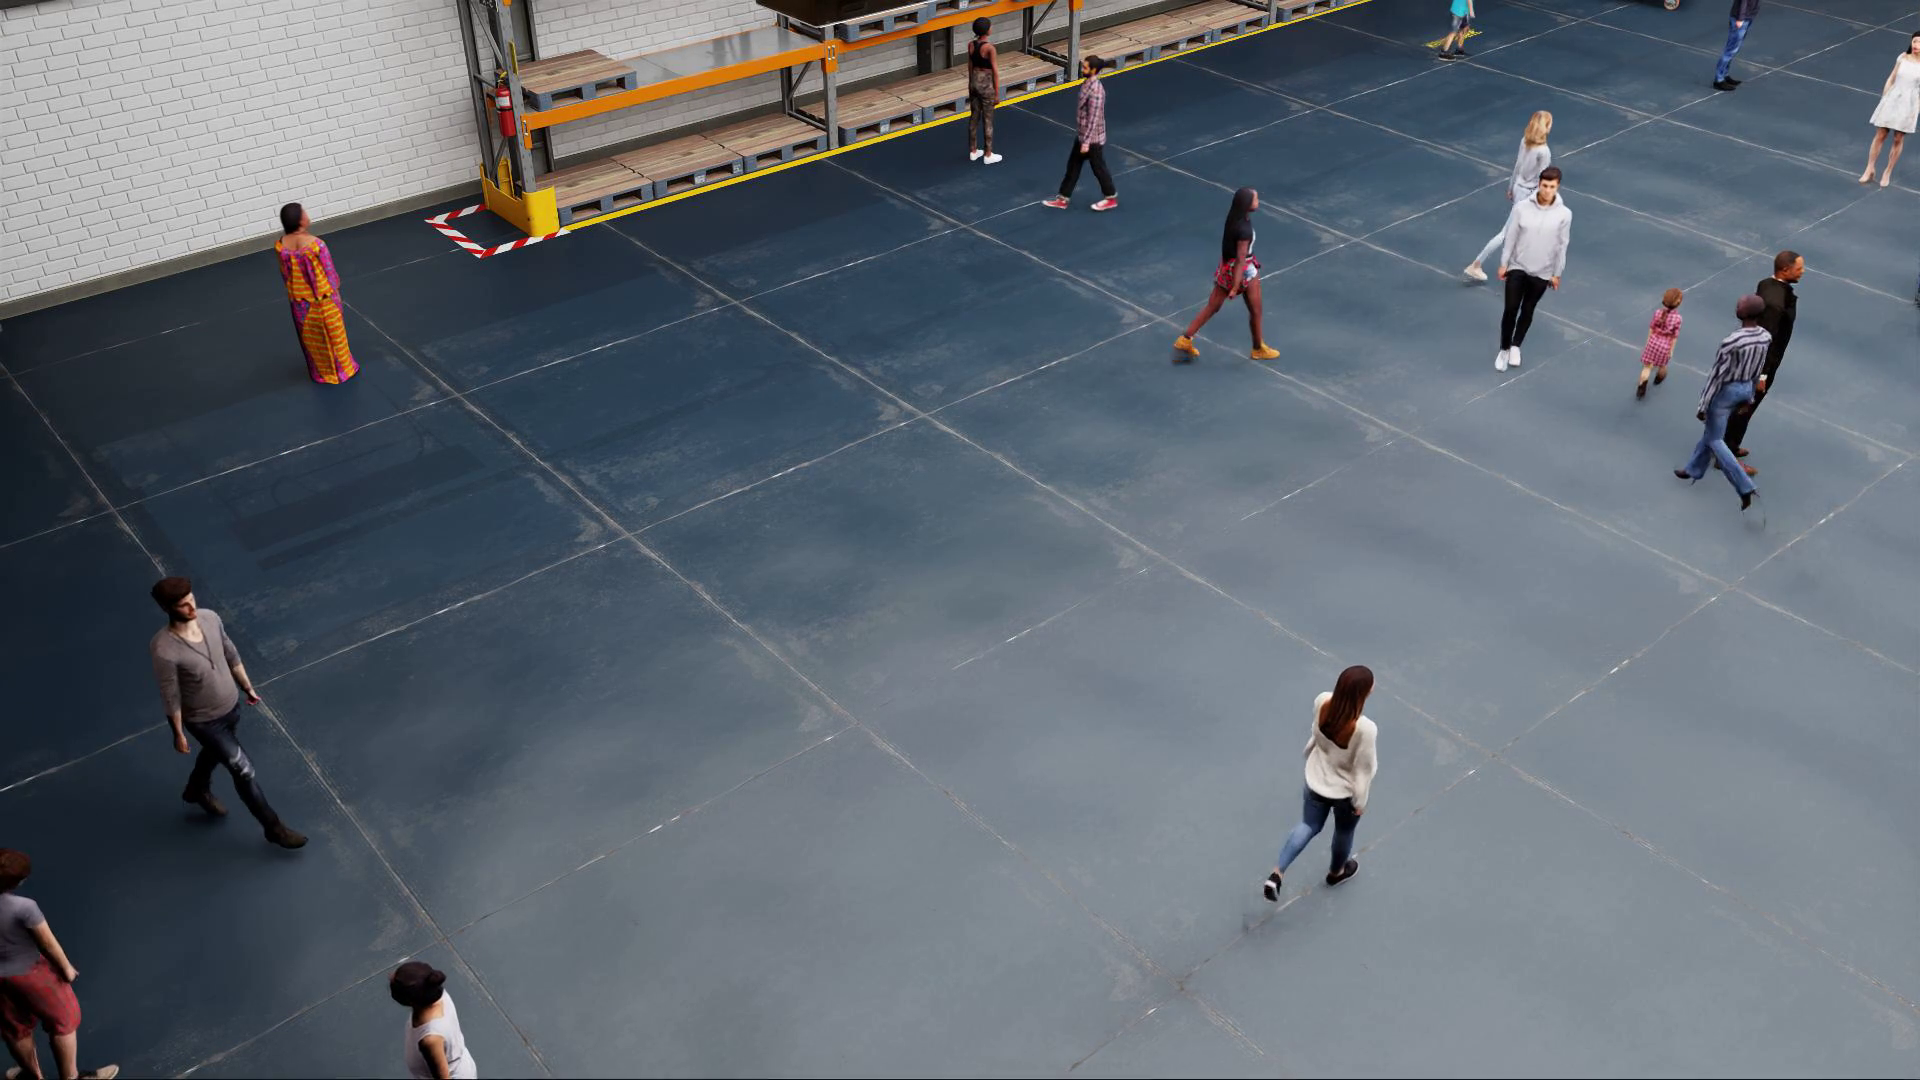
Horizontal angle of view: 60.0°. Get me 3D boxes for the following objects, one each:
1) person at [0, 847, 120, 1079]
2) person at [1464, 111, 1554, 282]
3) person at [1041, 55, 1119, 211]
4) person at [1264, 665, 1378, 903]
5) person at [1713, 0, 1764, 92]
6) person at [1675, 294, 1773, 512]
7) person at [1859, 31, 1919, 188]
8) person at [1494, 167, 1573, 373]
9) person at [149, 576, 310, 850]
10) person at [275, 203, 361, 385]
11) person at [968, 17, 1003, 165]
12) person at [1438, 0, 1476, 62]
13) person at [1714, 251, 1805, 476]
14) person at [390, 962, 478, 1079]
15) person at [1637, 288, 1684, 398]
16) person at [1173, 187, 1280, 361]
[{"bbox_3d":[-4.762,2.189,8.301,0.733,1.616,0.847,-7,34,-11],"label":"person"},{"bbox_3d":[5.525,-3.358,16.524,1.269,1.752,1.019,-6,34,-8],"label":"person"},{"bbox_3d":[1.490,-4.387,18.102,1.212,1.718,1.024,-7,34,-11],"label":"person"},{"bbox_3d":[2.070,1.413,9.416,0.979,1.673,0.628,-23,40,-30],"label":"person"},{"bbox_3d":[10.172,-6.830,21.622,0.797,1.890,0.610,20,39,28],"label":"person"},{"bbox_3d":[6.076,-1.041,13.026,1.089,1.765,0.885,-15,36,-21],"label":"person"},{"bbox_3d":[10.604,-4.868,18.774,0.677,1.774,0.670,27,42,34],"label":"person"},{"bbox_3d":[5.174,-2.508,15.096,0.874,1.917,0.924,7,34,11],"label":"person"},{"bbox_3d":[-4.504,0.999,9.862,1.179,1.870,1.239,10,35,14],"label":"person"},{"bbox_3d":[-5.792,-2.238,14.897,0.779,1.686,0.837,4,34,6],"label":"person"},{"bbox_3d":[0.257,-5.263,19.436,0.609,1.700,0.583,25,41,33],"label":"person"},{"bbox_3d":[6.752,-7.258,22.684,0.755,1.427,0.713,9,35,13],"label":"person"},{"bbox_3d":[6.483,-1.467,13.540,0.860,1.904,0.756,10,35,14],"label":"person"},{"bbox_3d":[-2.400,2.528,7.790,0.637,1.616,0.640,-9,35,-14],"label":"person"},{"bbox_3d":[6.196,-1.729,14.751,0.528,0.999,0.782,23,40,30],"label":"person"},{"bbox_3d":[2.412,-2.371,15.102,1.280,1.681,0.979,-7,34,-11],"label":"person"}]
